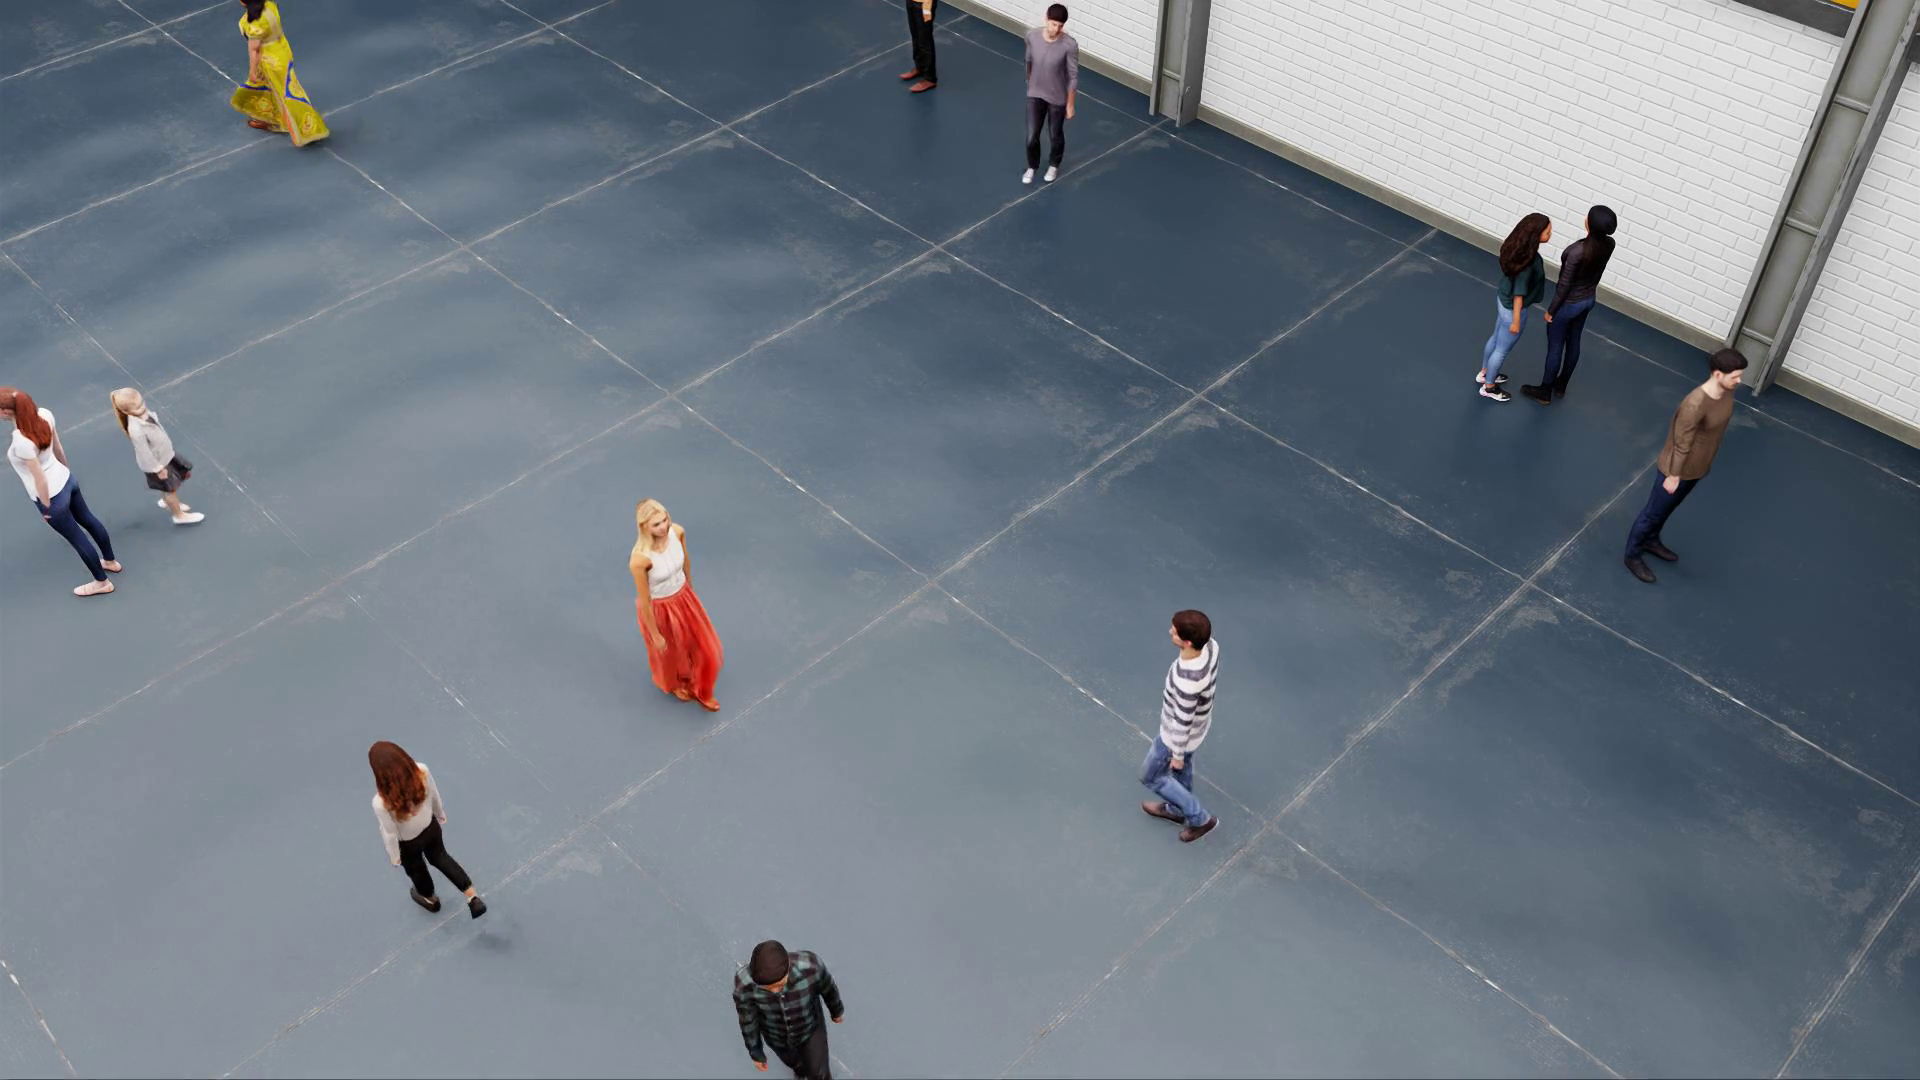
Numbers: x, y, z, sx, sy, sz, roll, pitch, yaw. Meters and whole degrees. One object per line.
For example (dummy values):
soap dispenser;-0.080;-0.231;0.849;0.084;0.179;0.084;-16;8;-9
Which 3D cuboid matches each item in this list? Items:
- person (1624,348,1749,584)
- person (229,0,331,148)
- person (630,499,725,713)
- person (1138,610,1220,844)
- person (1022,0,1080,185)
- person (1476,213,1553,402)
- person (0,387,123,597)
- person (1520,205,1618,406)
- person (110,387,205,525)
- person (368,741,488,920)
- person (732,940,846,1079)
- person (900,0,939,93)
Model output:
person;4.945;-0.542;11.348;0.649;1.887;0.550;-32;52;-29
person;-6.364;-4.471;15.660;1.297;1.627;1.202;3;44;3
person;-1.905;0.388;10.446;0.863;1.783;0.665;31;51;28
person;1.390;1.107;9.652;0.861;1.838;0.797;16;46;16
person;0.814;-4.082;15.114;0.814;1.816;0.895;22;48;21
person;4.288;-1.824;12.889;0.763;1.617;0.717;6;44;6
person;-6.093;-0.340;11.242;0.709;1.740;0.646;-1;44;-1
person;4.713;-1.809;12.778;0.677;1.746;0.641;-23;48;-22
person;-5.778;-0.582;11.841;0.705;1.264;0.644;-6;44;-7
person;-2.997;1.673;9.323;0.870;1.471;0.652;24;49;23
person;-0.865;2.394;8.548;0.957;1.691;1.007;-9;44;-9
person;-0.383;-5.339;16.479;0.790;1.753;0.654;-18;47;-18
